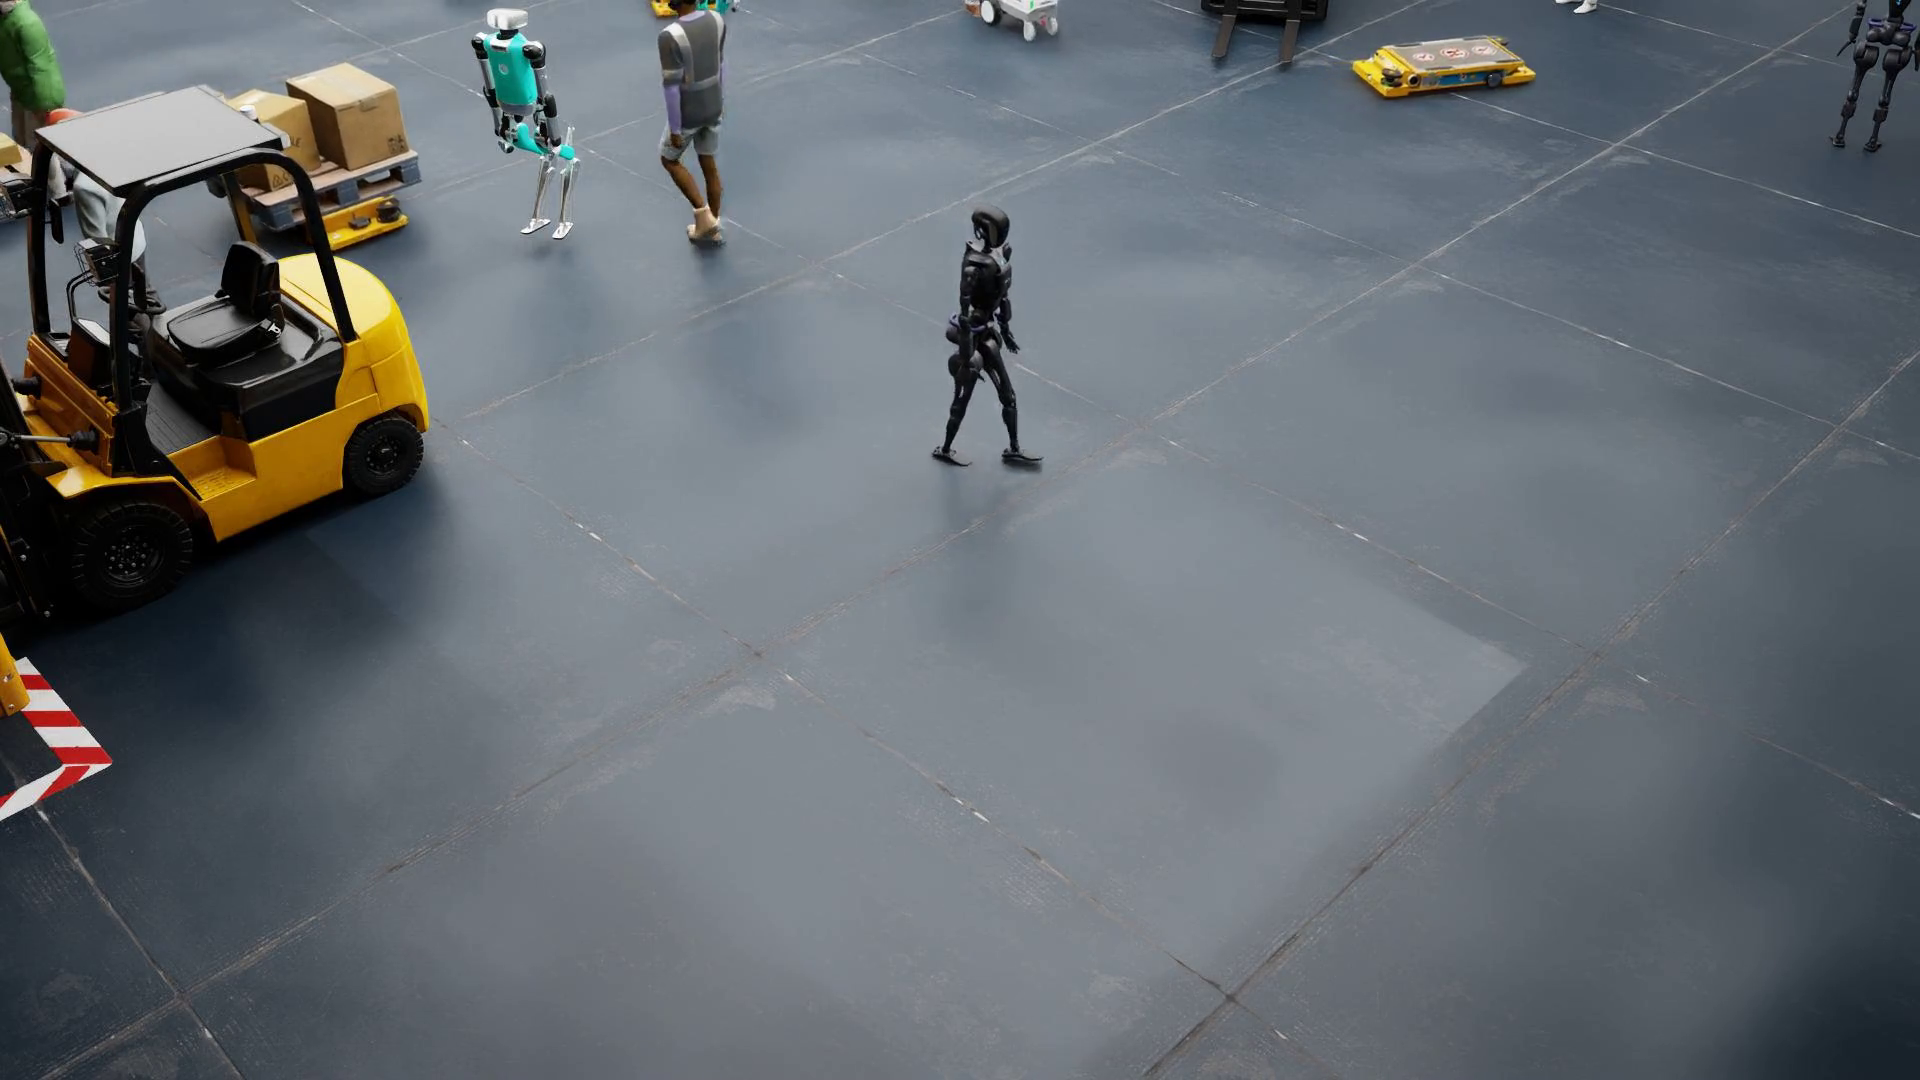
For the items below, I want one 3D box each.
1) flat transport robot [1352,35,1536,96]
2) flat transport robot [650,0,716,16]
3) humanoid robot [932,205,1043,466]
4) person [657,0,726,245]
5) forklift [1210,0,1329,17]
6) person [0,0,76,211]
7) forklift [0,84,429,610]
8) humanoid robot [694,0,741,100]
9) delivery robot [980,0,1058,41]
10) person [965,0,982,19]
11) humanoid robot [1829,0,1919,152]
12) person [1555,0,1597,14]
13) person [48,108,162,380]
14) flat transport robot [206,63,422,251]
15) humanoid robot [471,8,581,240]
[{"bbox_3d":[4.235,-4.142,14.541,1.431,0.231,0.659,-9,38,-12],"label":"flat transport robot"},{"bbox_3d":[-2.788,-5.482,16.335,0.659,0.231,1.431,-12,38,-15],"label":"flat transport robot"},{"bbox_3d":[0.151,-1.103,9.310,0.651,1.632,0.588,16,40,21],"label":"humanoid robot"},{"bbox_3d":[-1.862,-3.001,11.546,0.439,2.026,0.615,25,43,29],"label":"person"},{"bbox_3d":[3.106,-6.400,15.960,1.214,2.155,2.313,8,37,10],"label":"forklift"},{"bbox_3d":[-6.771,-3.247,12.100,0.478,1.748,0.569,-31,46,-34],"label":"person"},{"bbox_3d":[-4.145,-1.093,8.856,2.313,2.155,1.214,-31,47,-34],"label":"forklift"},{"bbox_3d":[-2.161,-4.669,14.055,0.530,1.797,0.875,-14,39,-18],"label":"humanoid robot"},{"bbox_3d":[0.584,-5.018,15.465,0.499,0.583,0.777,-22,42,-27],"label":"delivery robot"},{"bbox_3d":[0.148,-5.821,15.431,0.502,1.901,0.701,23,43,28],"label":"person"},{"bbox_3d":[7.237,-3.896,13.023,0.599,1.657,0.315,17,40,22],"label":"humanoid robot"},{"bbox_3d":[5.990,-5.802,15.615,0.307,1.640,0.513,-9,38,-12],"label":"person"},{"bbox_3d":[-5.188,-1.804,10.182,0.350,1.739,0.568,-3,37,-4],"label":"person"},{"bbox_3d":[-4.787,-2.542,12.399,1.431,0.231,0.659,30,46,34],"label":"flat transport robot"},{"bbox_3d":[-2.922,-2.947,11.604,0.533,1.677,0.735,13,39,17],"label":"humanoid robot"}]
